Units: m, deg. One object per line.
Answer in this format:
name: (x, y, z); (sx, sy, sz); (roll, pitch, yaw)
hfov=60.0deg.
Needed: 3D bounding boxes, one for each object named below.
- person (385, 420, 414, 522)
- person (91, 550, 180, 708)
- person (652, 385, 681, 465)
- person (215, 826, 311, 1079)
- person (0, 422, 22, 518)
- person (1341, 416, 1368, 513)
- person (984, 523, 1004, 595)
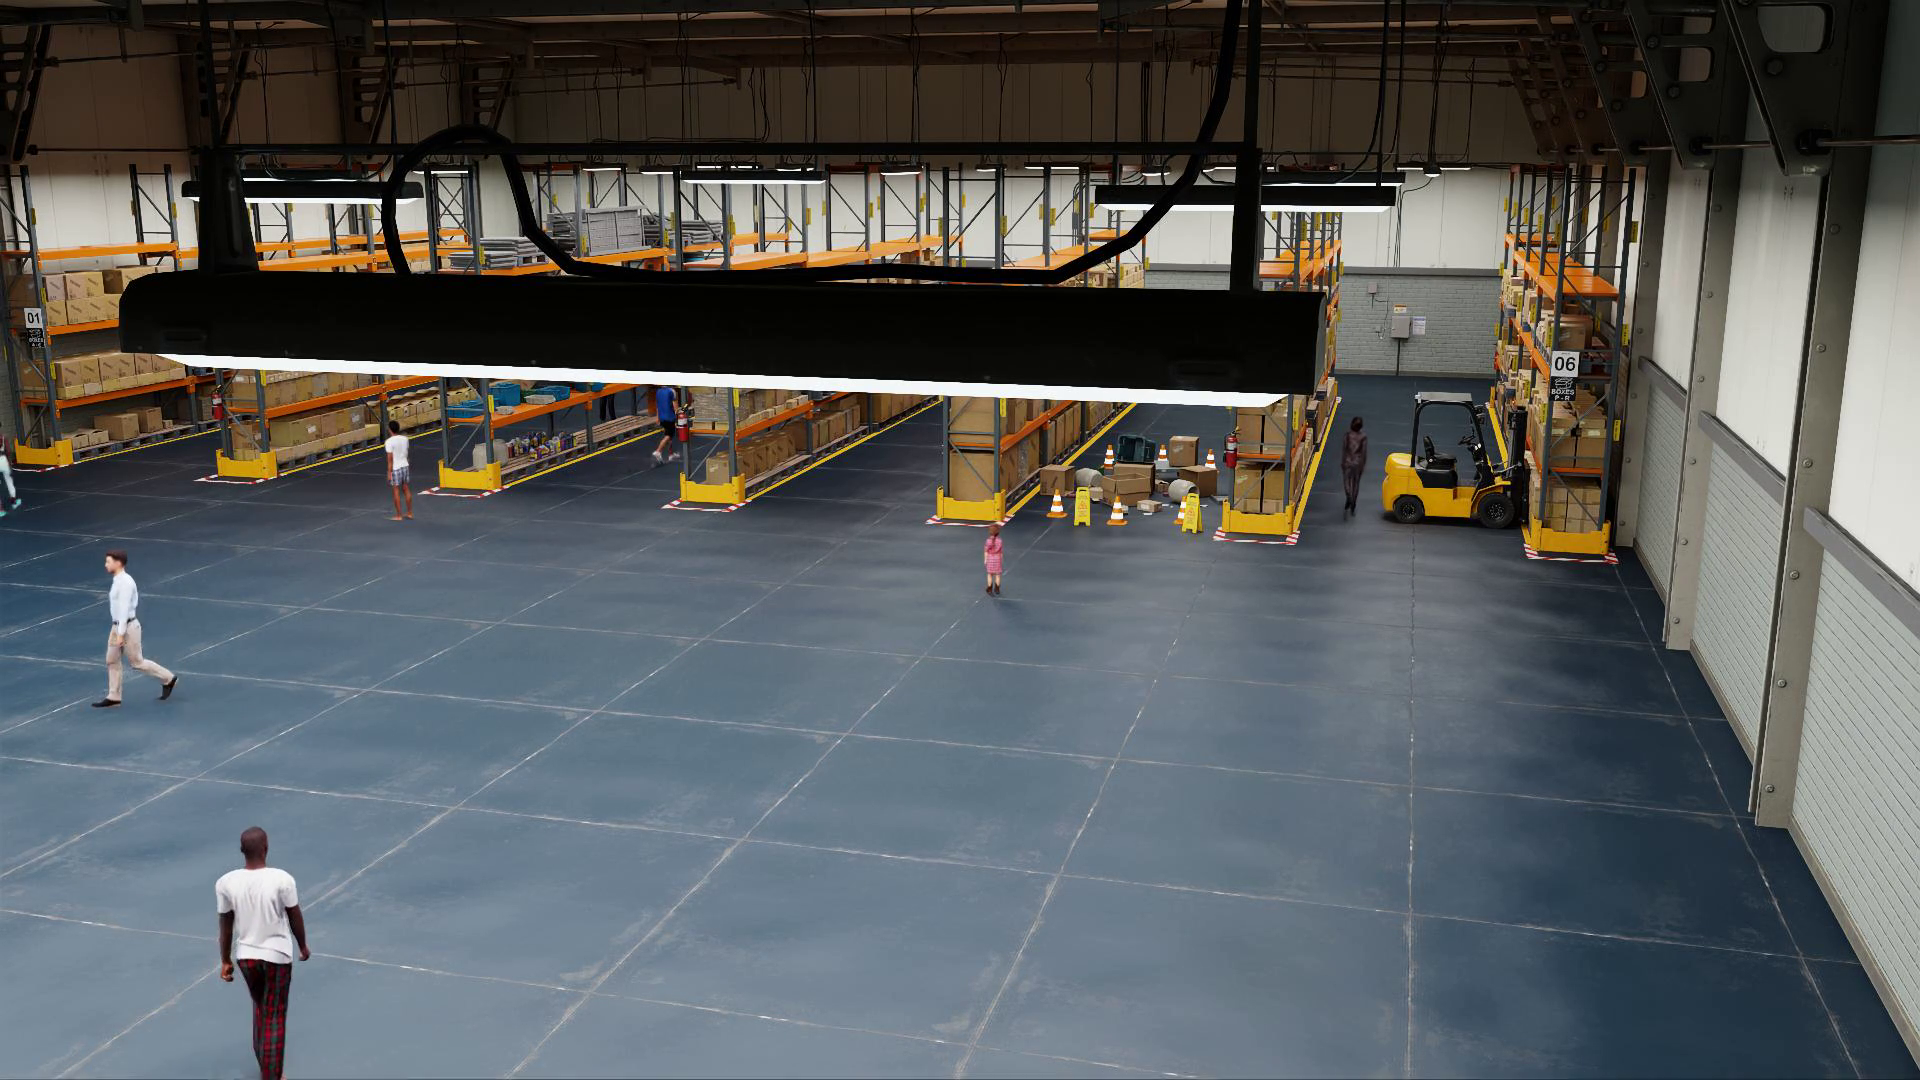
person: (-9.740, -1.215, 28.850); (0.760, 1.731, 0.573); (8, 15, 31)
person: (-9.447, 1.019, 19.004); (1.226, 1.821, 1.067); (-10, 17, -38)
person: (-6.034, -2.464, 34.011); (0.907, 1.837, 1.262); (8, 15, 32)
person: (-4.677, 2.854, 11.114); (0.780, 1.806, 0.868); (0, 13, 0)
person: (-16.805, -1.235, 29.042); (0.926, 1.684, 1.149); (-3, 13, -13)
person: (6.950, -1.323, 29.378); (0.597, 1.704, 0.687); (2, 13, 11)
person: (0.483, 0.264, 24.034); (0.491, 1.022, 0.532); (-3, 13, -12)
